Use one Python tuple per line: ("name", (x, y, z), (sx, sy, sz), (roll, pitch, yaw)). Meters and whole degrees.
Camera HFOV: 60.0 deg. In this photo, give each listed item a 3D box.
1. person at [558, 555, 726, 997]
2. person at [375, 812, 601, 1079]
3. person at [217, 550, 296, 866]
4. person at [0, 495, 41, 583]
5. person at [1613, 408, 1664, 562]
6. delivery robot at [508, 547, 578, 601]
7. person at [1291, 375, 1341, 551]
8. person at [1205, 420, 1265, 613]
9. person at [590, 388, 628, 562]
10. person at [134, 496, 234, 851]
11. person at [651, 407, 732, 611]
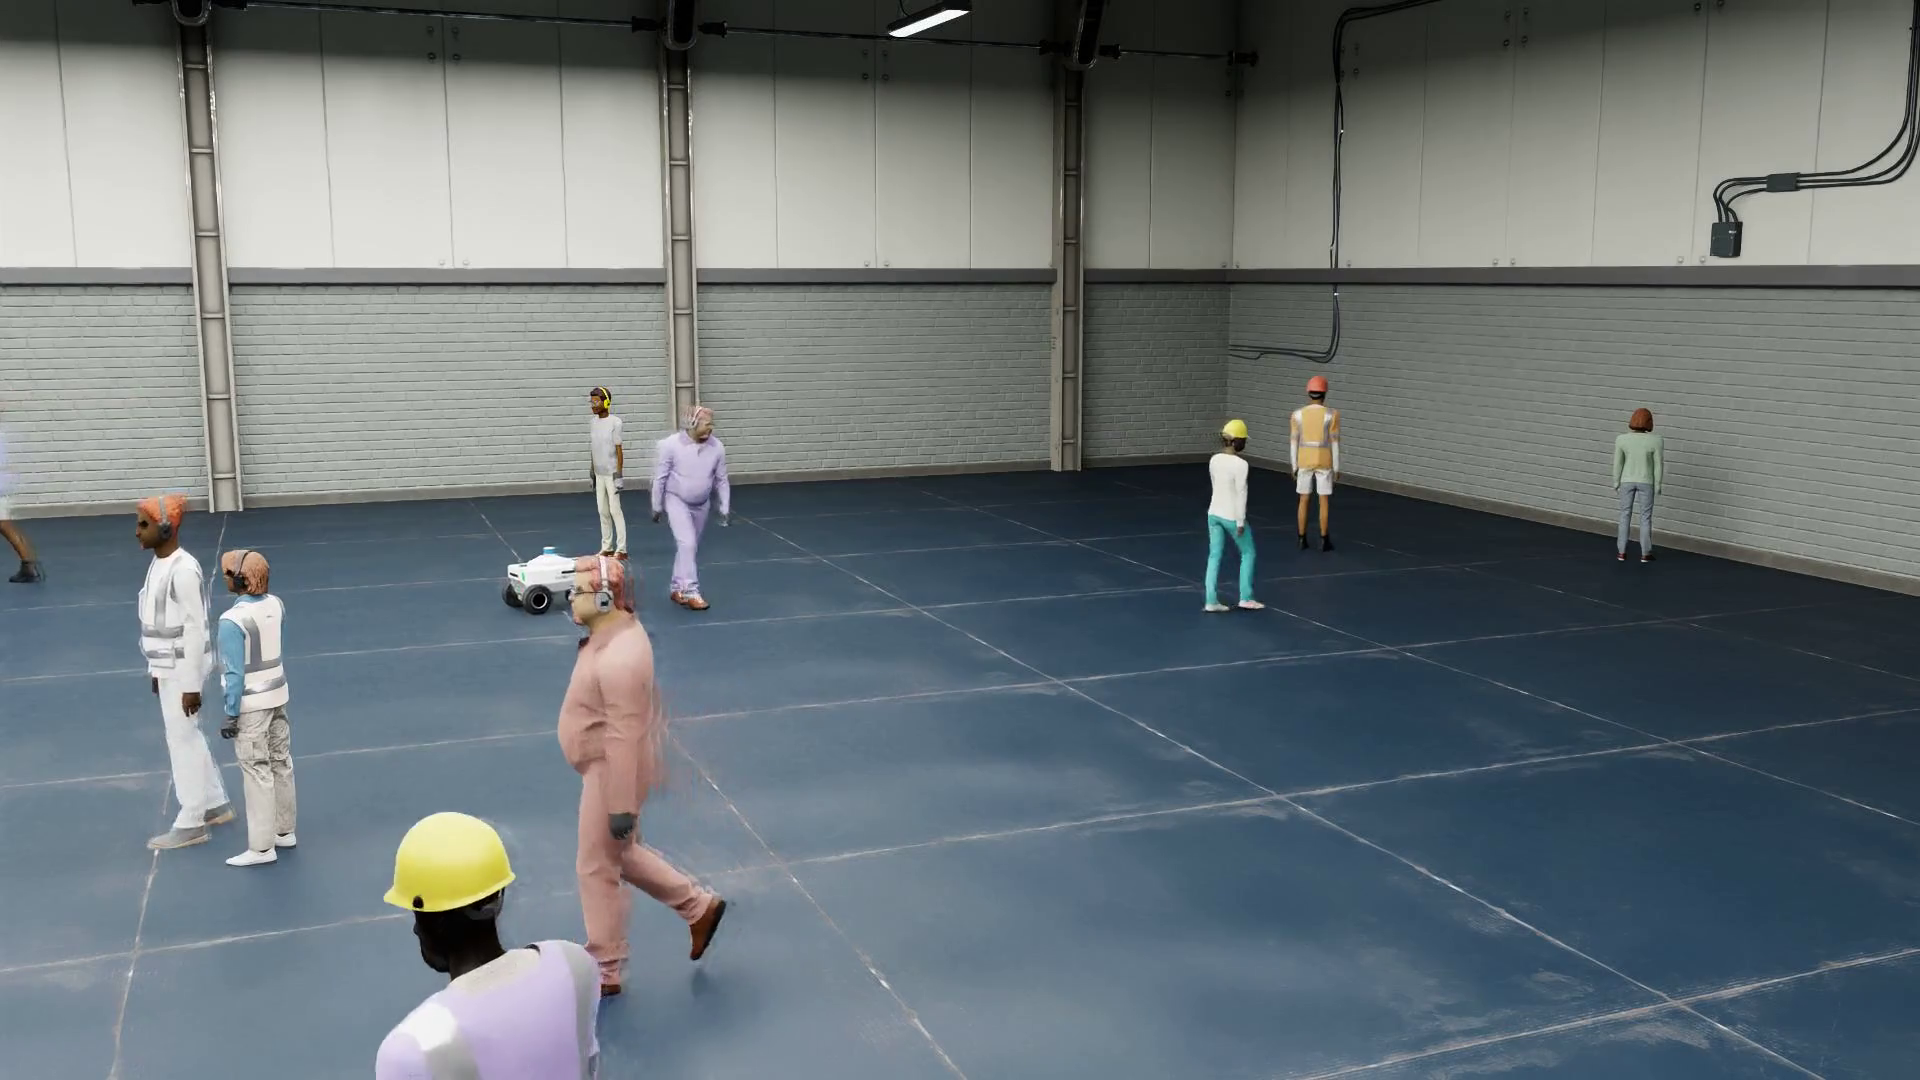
("person", (-1.390, 0.986, 6.988), (0.684, 1.890, 0.650), (-2, 9, -10))
("person", (-0.972, 1.518, 3.591), (0.540, 1.906, 0.593), (6, 11, 32))
("person", (-3.634, 0.856, 8.587), (0.309, 1.645, 0.515), (1, 9, 5))
("person", (-9.594, -0.486, 16.288), (1.033, 1.889, 0.545), (1, 9, 4))
("person", (7.191, -0.584, 17.652), (0.501, 1.633, 0.286), (6, 11, 35))
("delivery robot", (-3.730, 0.309, 15.136), (0.707, 0.478, 0.477), (-8, 12, -39))
("person", (3.928, -0.843, 18.342), (0.550, 1.934, 0.375), (4, 10, 25))
("person", (2.484, -0.210, 14.976), (0.658, 1.747, 0.527), (-6, 11, -33))
("person", (-3.733, -0.680, 17.561), (0.517, 1.865, 0.312), (7, 12, 38))
("person", (-4.145, 0.704, 8.898), (0.579, 1.895, 0.588), (-7, 11, -37))
("person", (-2.430, -0.292, 15.166), (0.657, 1.843, 0.873), (-7, 12, -39))
